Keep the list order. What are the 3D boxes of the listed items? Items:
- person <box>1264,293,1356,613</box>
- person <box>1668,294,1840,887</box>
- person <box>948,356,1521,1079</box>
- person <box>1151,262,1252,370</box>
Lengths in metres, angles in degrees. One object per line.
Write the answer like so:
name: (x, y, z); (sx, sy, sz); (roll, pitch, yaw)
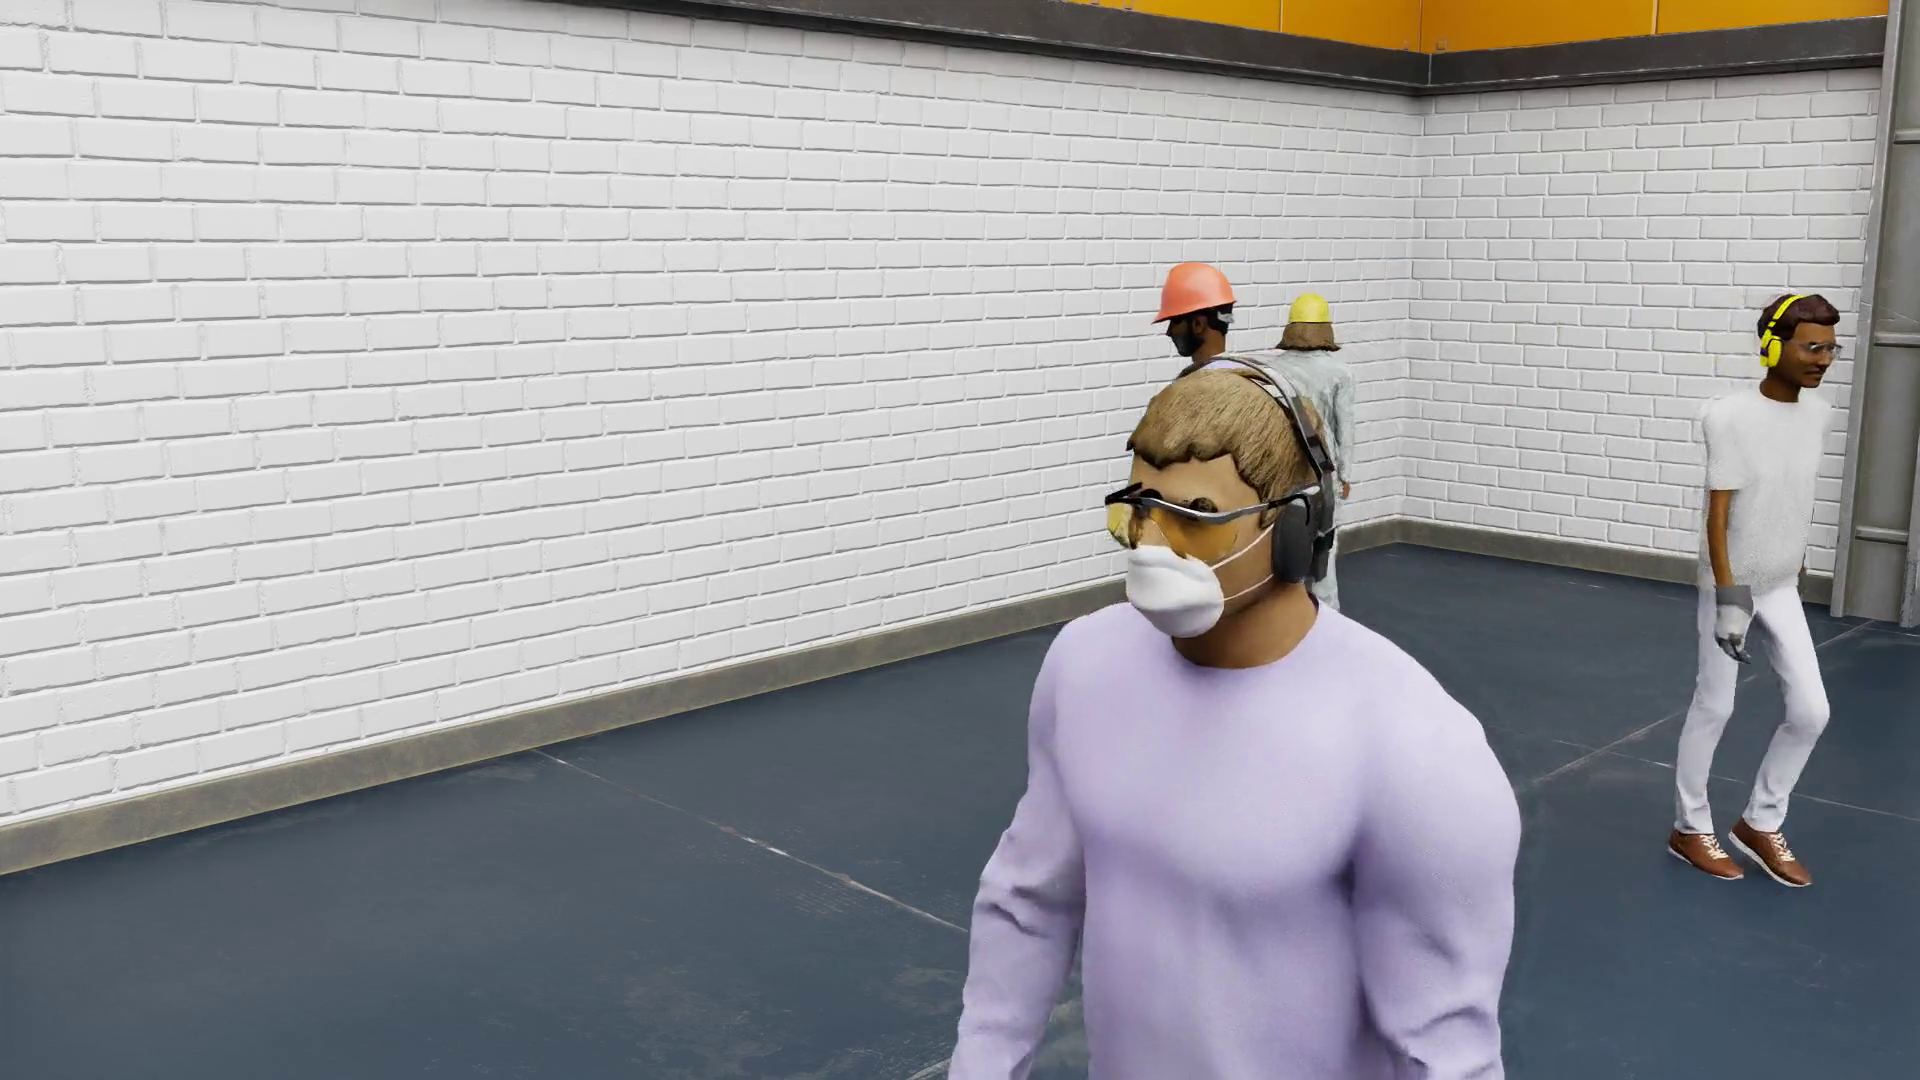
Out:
person: (1.692, -0.339, 8.207); (0.490, 1.741, 0.323); (3, 11, 18)
person: (2.477, 0.174, 5.132); (0.531, 1.845, 0.574); (-3, 11, -15)
person: (0.207, 0.753, 1.853); (0.989, 1.893, 0.637); (-7, 12, -33)
person: (0.840, -0.004, 5.873); (0.366, 1.930, 0.542); (4, 11, 23)
